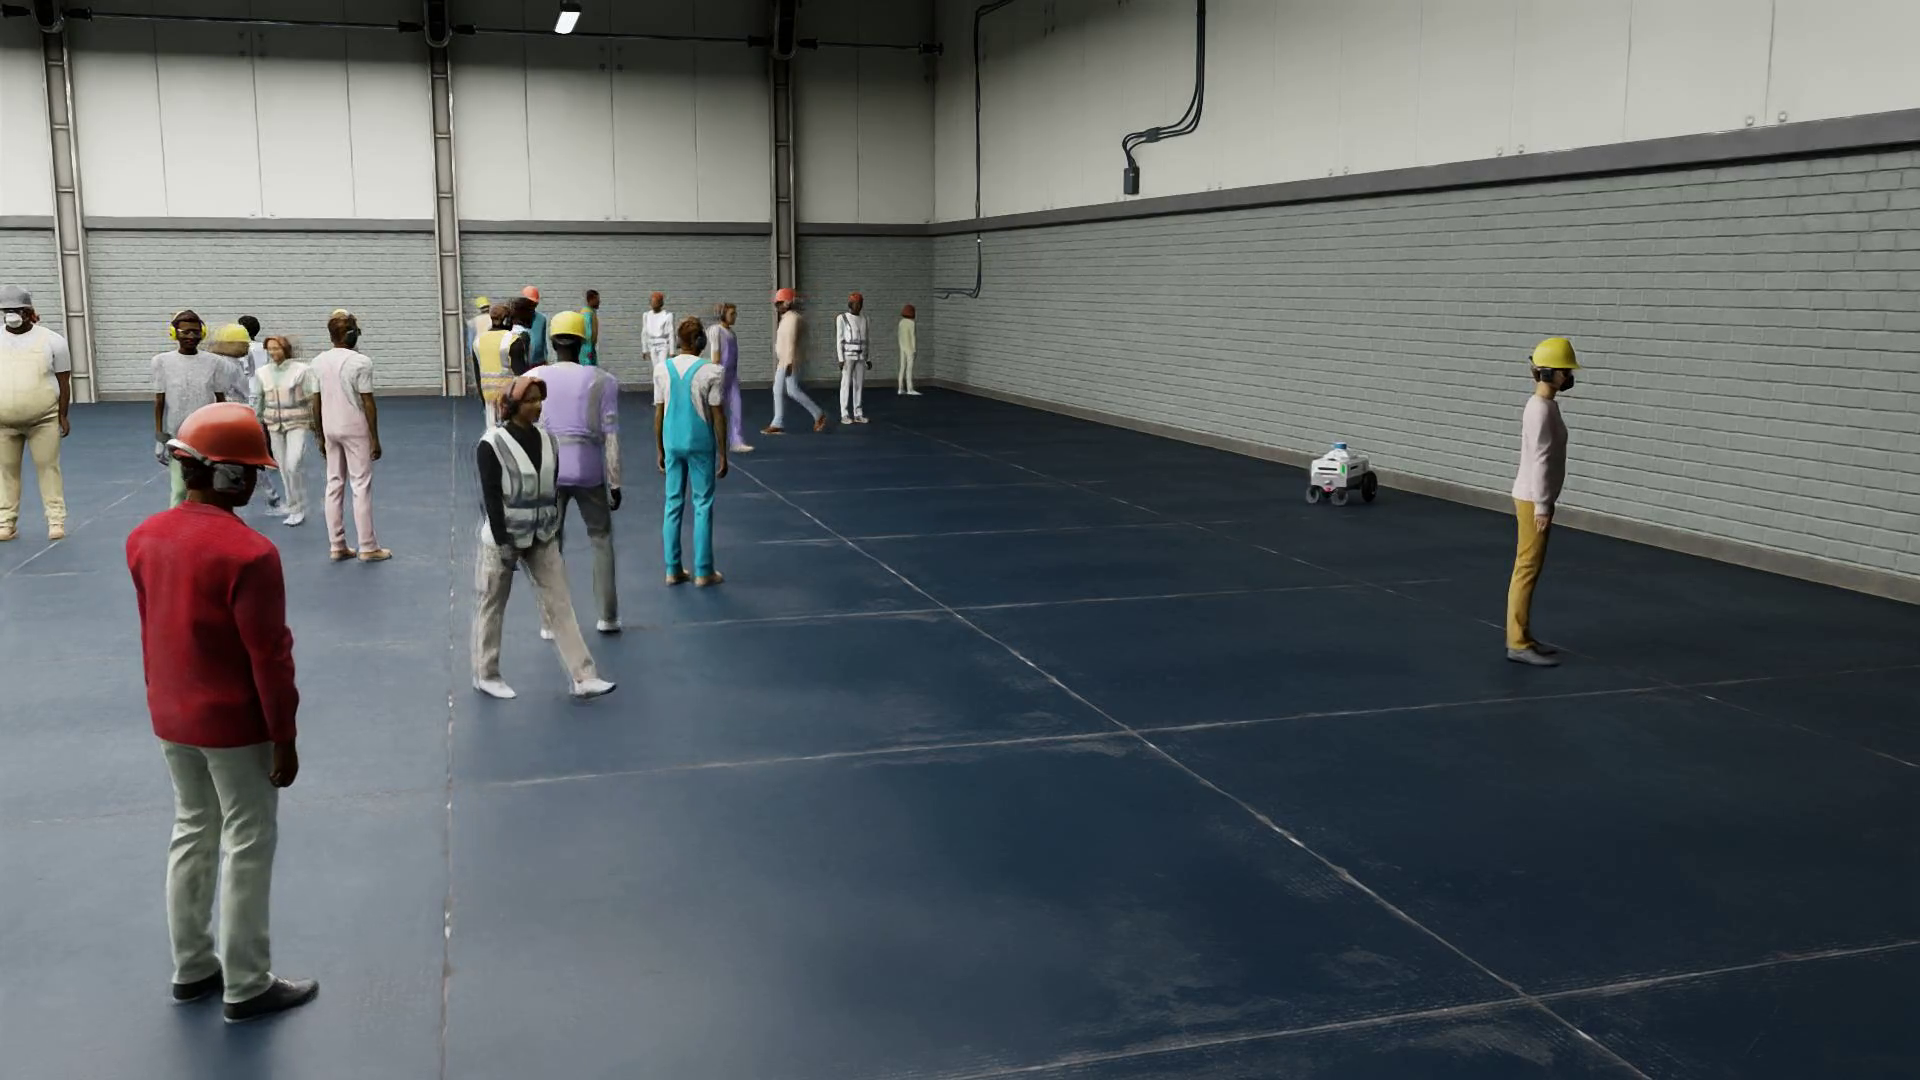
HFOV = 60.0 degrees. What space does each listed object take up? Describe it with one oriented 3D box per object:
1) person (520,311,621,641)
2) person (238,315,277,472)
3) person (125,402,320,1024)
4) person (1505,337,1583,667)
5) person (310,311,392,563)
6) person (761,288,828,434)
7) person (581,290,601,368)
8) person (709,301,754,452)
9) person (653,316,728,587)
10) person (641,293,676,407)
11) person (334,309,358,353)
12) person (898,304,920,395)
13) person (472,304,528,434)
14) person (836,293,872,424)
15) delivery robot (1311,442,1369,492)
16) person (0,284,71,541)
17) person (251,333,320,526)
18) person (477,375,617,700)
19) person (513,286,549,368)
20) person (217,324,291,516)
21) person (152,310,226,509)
[{"bbox_3d":[-2.275,-0.375,9.663,0.611,1.899,0.479,-1,9,-8],"label":"person"},{"bbox_3d":[-7.522,-1.542,17.735,0.322,1.697,0.535,2,9,14],"label":"person"},{"bbox_3d":[-2.058,0.482,4.687,0.575,1.740,0.348,5,10,28],"label":"person"},{"bbox_3d":[3.165,-0.210,9.019,0.326,1.767,0.533,3,9,19],"label":"person"},{"bbox_3d":[-4.489,-0.749,12.203,0.505,1.847,0.349,3,9,16],"label":"person"},{"bbox_3d":[-2.233,-2.388,22.295,0.824,1.969,0.619,-4,10,-23],"label":"person"},{"bbox_3d":[-6.301,-3.283,28.264,0.485,1.890,0.608,-1,9,-8],"label":"person"},{"bbox_3d":[-2.901,-1.964,20.055,0.825,1.824,0.516,5,10,27],"label":"person"},{"bbox_3d":[-1.812,-0.591,11.247,0.512,1.835,0.359,2,9,14],"label":"person"},{"bbox_3d":[-4.932,-3.102,27.260,0.594,1.852,0.686,4,10,26],"label":"person"},{"bbox_3d":[-6.949,-1.742,18.863,0.321,1.743,0.488,-2,9,-11],"label":"person"},{"bbox_3d":[-0.929,-3.428,29.978,0.268,1.631,0.507,-6,11,-34],"label":"person"},{"bbox_3d":[-4.409,-1.362,16.147,0.623,1.839,0.429,5,10,27],"label":"person"},{"bbox_3d":[-1.525,-2.621,24.018,0.573,1.887,0.353,-8,12,-41],"label":"person"},{"bbox_3d":[3.537,-0.664,15.472,0.477,0.478,0.707,5,10,32],"label":"delivery robot"},{"bbox_3d":[-7.451,-1.007,13.232,0.674,2.000,0.535,-3,9,-17],"label":"person"},{"bbox_3d":[-5.689,-0.917,13.969,0.549,1.616,0.561,1,9,7],"label":"person"},{"bbox_3d":[-2.079,0.014,8.080,0.833,1.603,0.511,6,11,35],"label":"person"},{"bbox_3d":[-5.791,-2.421,22.436,0.401,1.984,0.611,7,11,37],"label":"person"},{"bbox_3d":[-6.306,-1.027,14.495,0.914,1.693,0.511,-4,10,-21],"label":"person"},{"bbox_3d":[-5.592,-0.741,12.123,0.516,1.860,0.322,-5,10,-28],"label":"person"}]
